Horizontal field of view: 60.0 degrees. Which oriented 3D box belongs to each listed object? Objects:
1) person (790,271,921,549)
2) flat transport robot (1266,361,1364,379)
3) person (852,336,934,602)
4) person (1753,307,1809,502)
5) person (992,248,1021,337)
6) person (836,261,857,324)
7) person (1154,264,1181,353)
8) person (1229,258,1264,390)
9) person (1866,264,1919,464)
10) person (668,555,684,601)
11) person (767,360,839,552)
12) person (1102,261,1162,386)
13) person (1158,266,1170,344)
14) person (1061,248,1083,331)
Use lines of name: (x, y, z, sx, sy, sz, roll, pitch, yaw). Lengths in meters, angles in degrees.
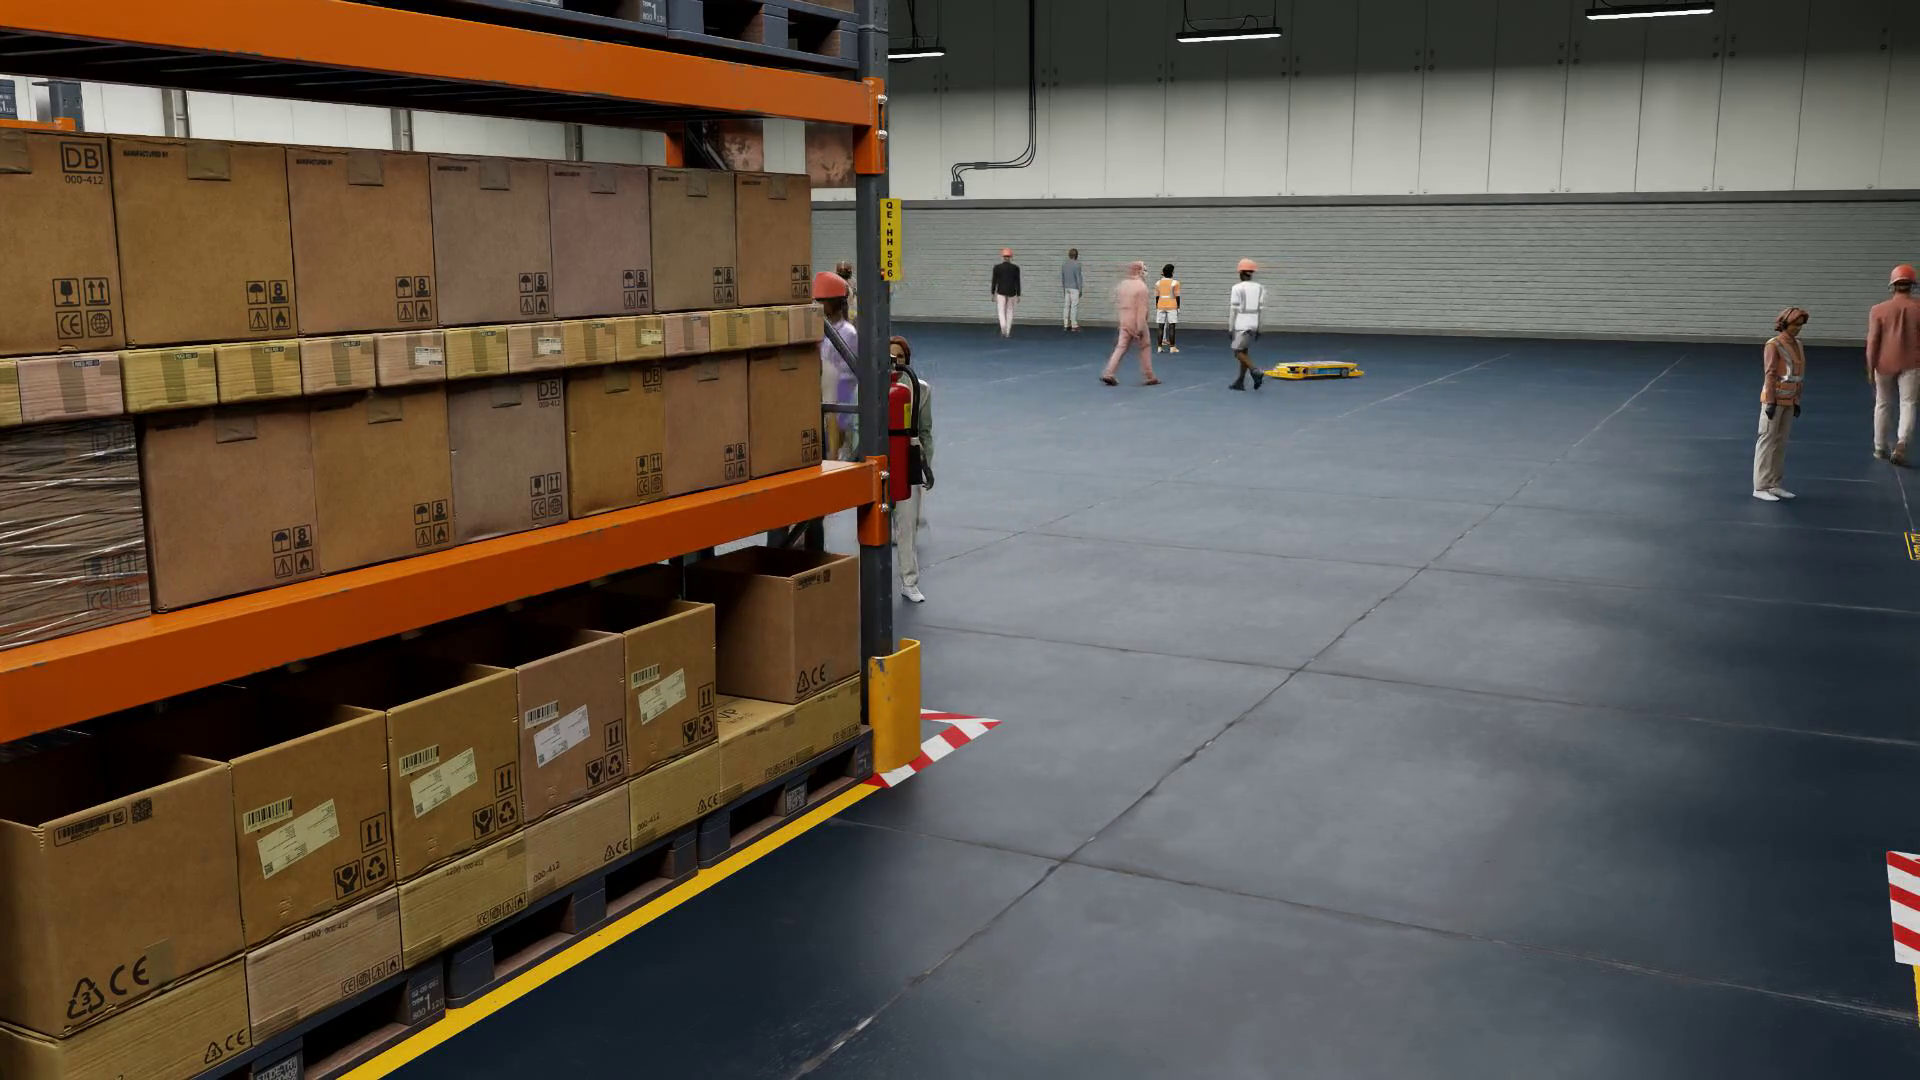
person: (-0.795, -0.915, 11.872, 1.023, 2.003, 0.622, -3, 11, -18)
flat transport robot: (5.615, -2.695, 26.269, 1.431, 0.197, 0.652, -5, 12, -27)
person: (-0.407, -0.425, 10.150, 0.514, 1.642, 0.310, -3, 11, -17)
person: (6.975, -1.154, 14.134, 0.514, 1.640, 0.310, -8, 13, -38)
person: (1.028, -5.432, 36.560, 0.624, 1.971, 0.768, -1, 10, -6)
person: (-1.800, -3.373, 25.682, 0.430, 1.844, 0.624, -2, 11, -11)
person: (3.962, -4.404, 31.698, 0.535, 1.697, 0.318, 6, 12, 31)
person: (4.141, -3.082, 23.898, 0.553, 1.916, 0.744, -6, 12, -29)
person: (9.290, -1.735, 16.443, 0.612, 1.963, 0.912, 5, 12, 25)
person: (-1.774, -0.325, 9.515, 0.480, 1.675, 0.534, -10, 14, -43)
person: (-0.984, -0.476, 9.982, 0.521, 1.818, 0.807, -1, 10, -7)
person: (2.543, -3.223, 24.840, 0.968, 1.865, 0.650, -6, 12, -32)
person: (4.249, -4.849, 34.295, 0.285, 1.634, 0.499, -1, 10, -5)
person: (2.642, -5.860, 38.976, 0.360, 1.937, 0.635, -8, 13, -37)
